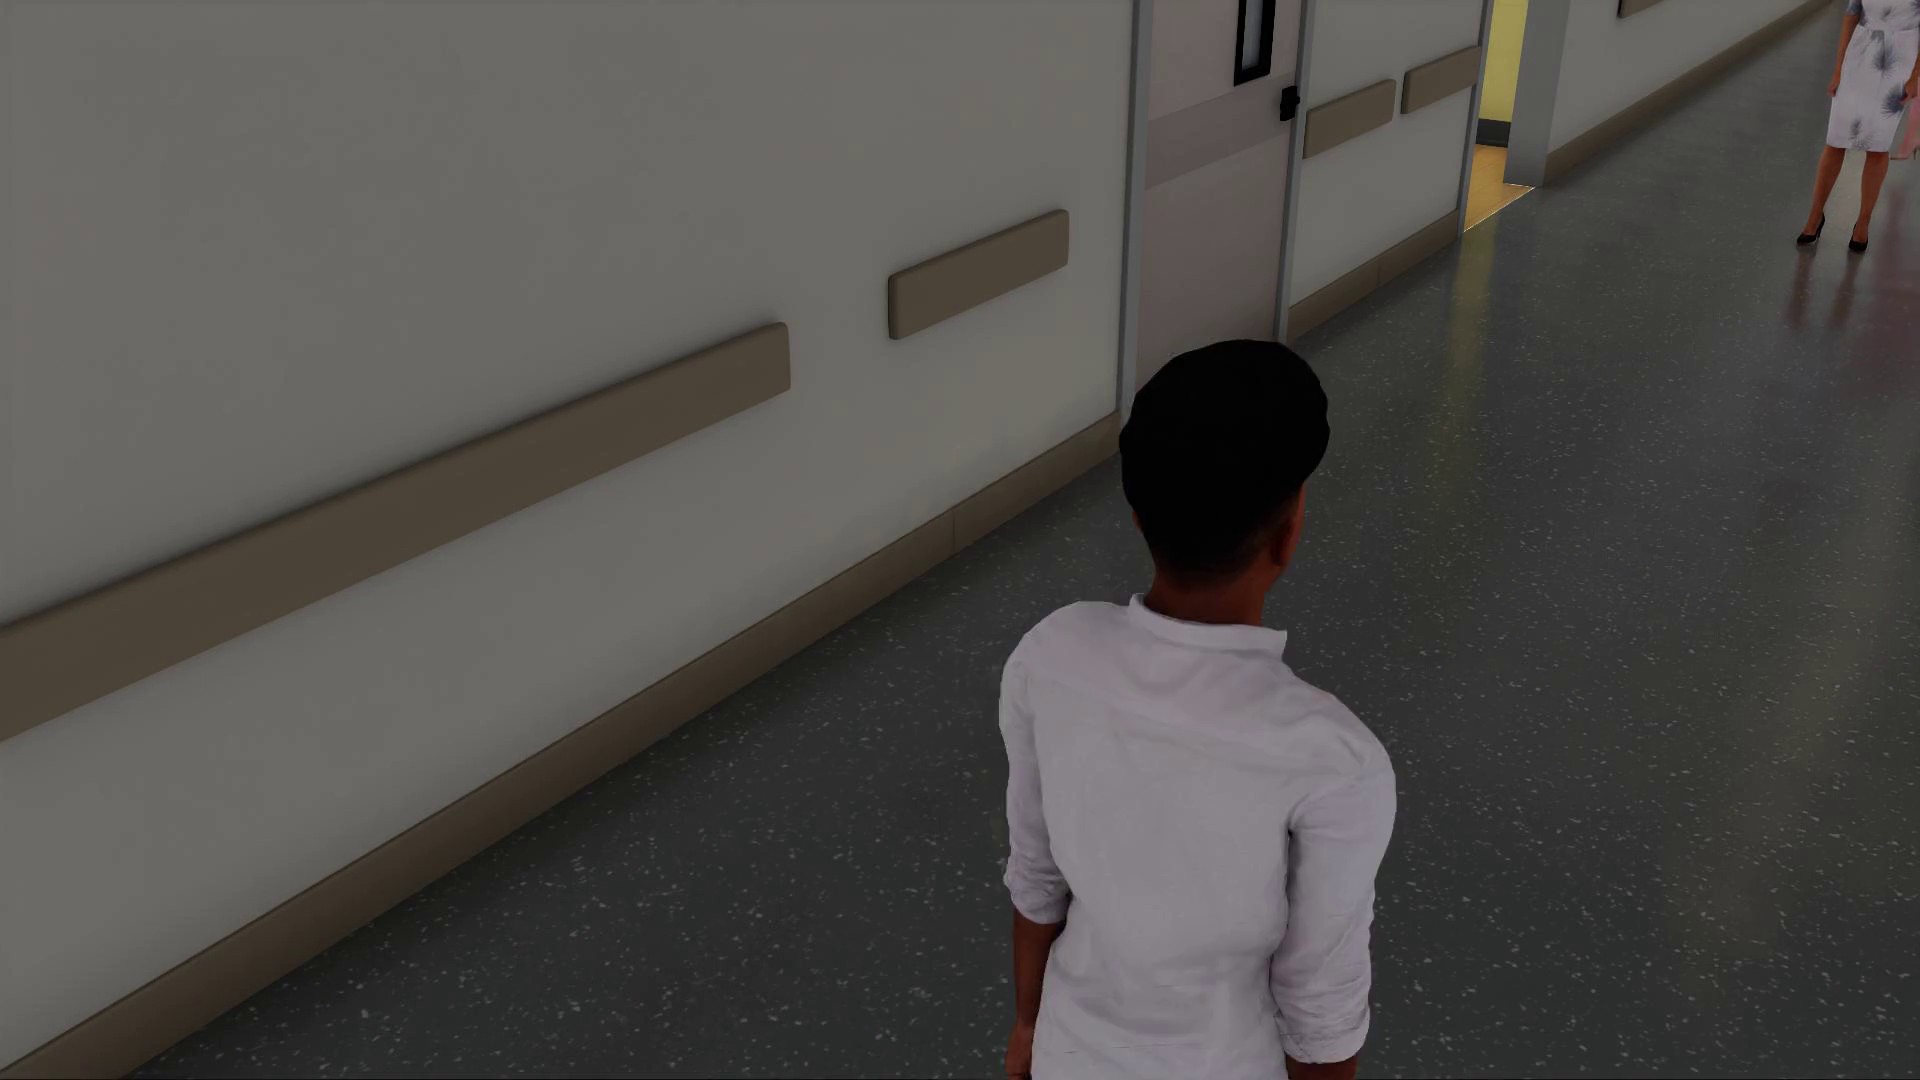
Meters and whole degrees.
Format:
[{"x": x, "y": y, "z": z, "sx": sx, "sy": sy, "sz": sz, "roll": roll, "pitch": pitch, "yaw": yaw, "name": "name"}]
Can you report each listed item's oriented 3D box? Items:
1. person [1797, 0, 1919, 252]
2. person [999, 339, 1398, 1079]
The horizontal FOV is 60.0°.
[{"x": 4.536, "y": -2.325, "z": 8.239, "sx": 0.449, "sy": 1.752, "sz": 0.624, "roll": 15, "pitch": 30, "yaw": 28, "name": "person"}, {"x": 0.210, "y": 0.673, "z": 1.971, "sx": 0.864, "sy": 1.795, "sz": 0.739, "roll": 20, "pitch": 32, "yaw": 36, "name": "person"}]
